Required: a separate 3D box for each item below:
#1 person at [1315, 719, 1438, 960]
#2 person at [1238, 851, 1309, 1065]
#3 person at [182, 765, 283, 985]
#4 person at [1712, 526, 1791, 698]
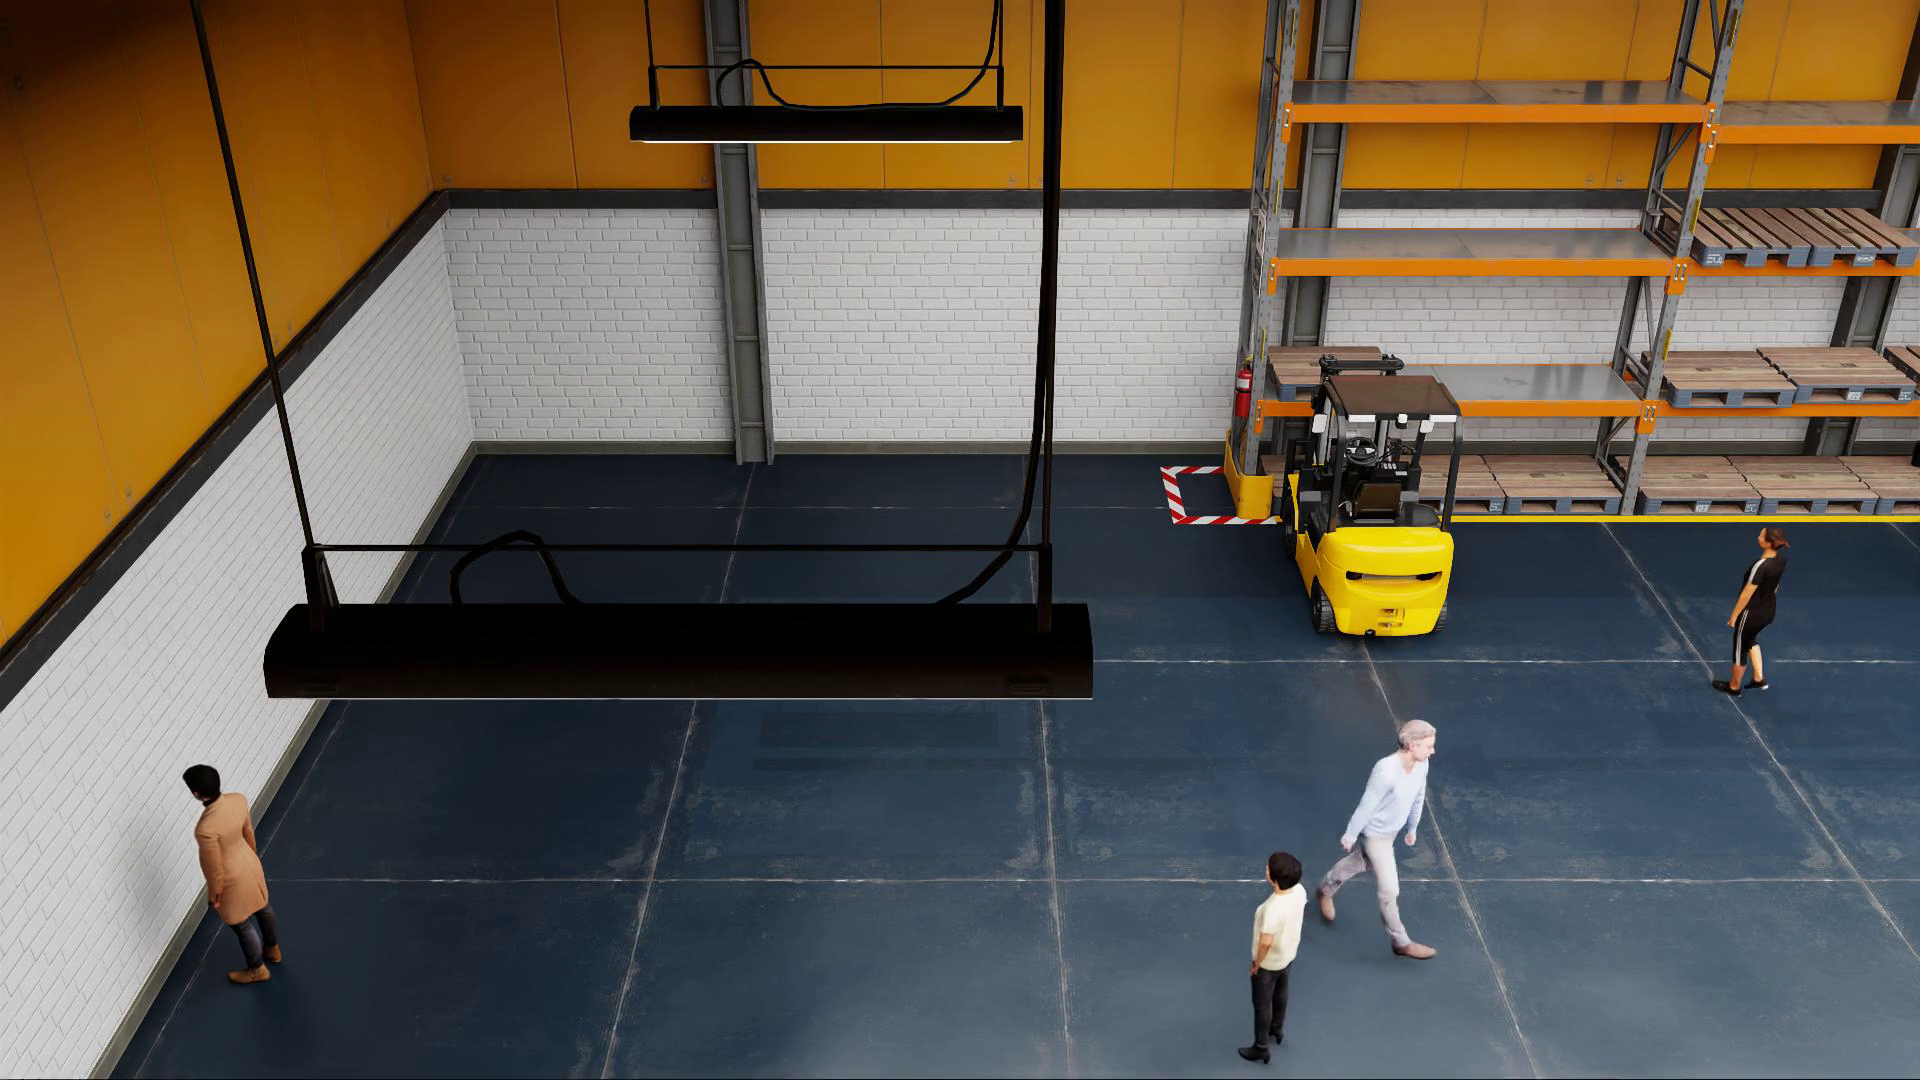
[{"bbox_3d":[2.808,1.995,11.434,1.261,1.821,1.295,-20,34,-32],"label":"person"},{"bbox_3d":[1.993,2.627,10.521,0.676,1.585,0.645,21,35,33],"label":"person"},{"bbox_3d":[-4.851,2.217,11.125,0.675,1.726,0.689,5,29,9],"label":"person"},{"bbox_3d":[6.803,0.642,14.081,0.759,1.660,0.820,-18,33,-29],"label":"person"}]
